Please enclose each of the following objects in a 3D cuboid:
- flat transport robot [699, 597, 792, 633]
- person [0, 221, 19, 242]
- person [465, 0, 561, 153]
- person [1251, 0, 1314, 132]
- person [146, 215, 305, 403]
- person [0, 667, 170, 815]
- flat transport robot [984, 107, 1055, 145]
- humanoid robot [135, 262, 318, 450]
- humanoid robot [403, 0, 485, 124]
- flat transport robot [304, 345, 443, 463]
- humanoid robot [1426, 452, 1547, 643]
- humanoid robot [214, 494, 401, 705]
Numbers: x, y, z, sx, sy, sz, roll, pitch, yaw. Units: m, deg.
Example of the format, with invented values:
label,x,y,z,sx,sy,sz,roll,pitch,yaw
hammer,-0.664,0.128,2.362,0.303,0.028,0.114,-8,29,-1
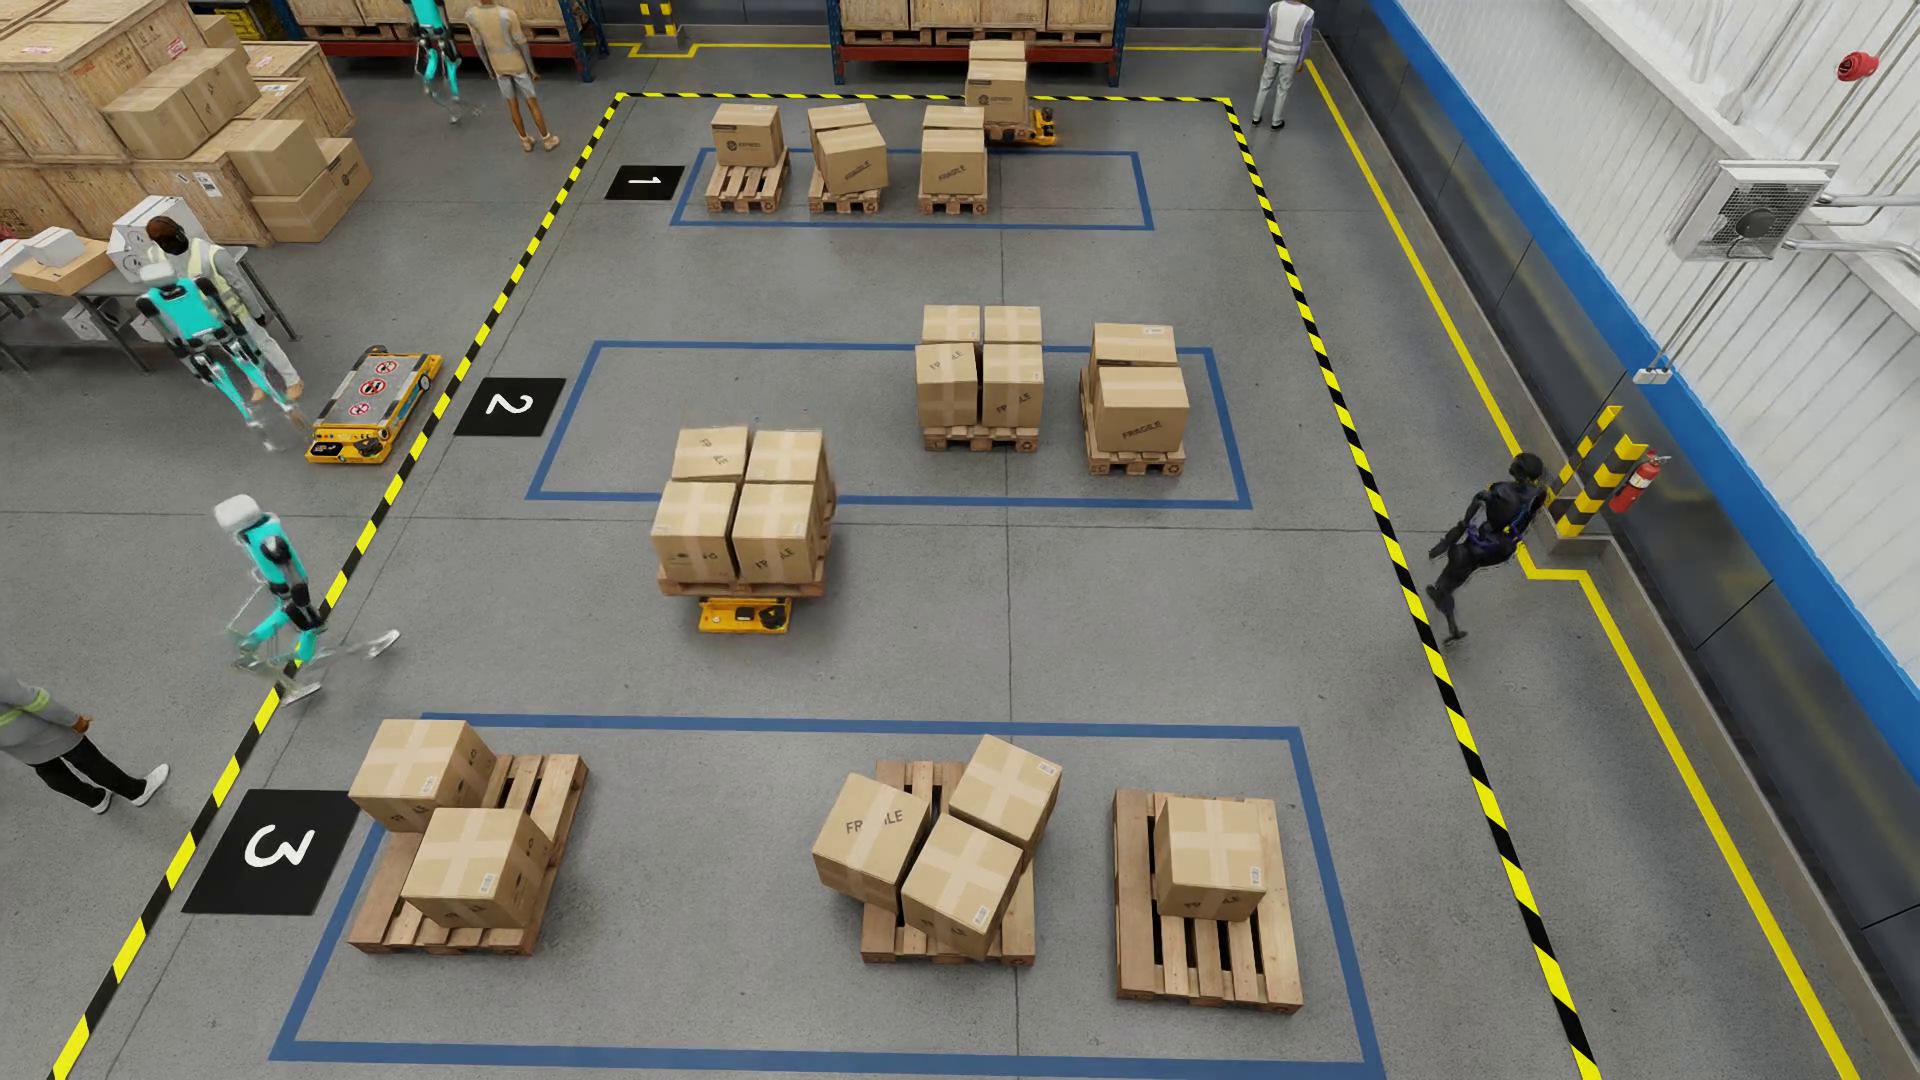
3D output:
label,x,y,z,sx,sy,sz,roll,pitch,yaw
flat transport robot,-1.614,0.098,7.265,0.652,0.197,1.431,1,50,1
person,-9.977,-3.356,9.127,0.389,1.918,0.593,6,50,5
person,-5.424,-5.722,11.048,0.607,2.044,0.392,0,50,0
person,4.057,-6.083,11.490,0.588,1.832,0.404,26,55,21
person,-6.444,-1.999,8.035,0.629,1.835,0.430,-2,50,-2
person,-5.550,1.066,5.427,0.594,1.851,0.398,-7,50,-6
flat transport robot,0.506,-5.392,11.911,1.431,0.197,0.652,1,50,1
humanoid robot,-6.000,-1.359,7.579,0.530,1.806,0.796,-34,57,-25
humanoid robot,-6.625,-6.098,11.576,0.544,1.771,0.911,5,50,4
flat transport robot,-5.383,-1.269,8.441,0.659,0.231,1.431,1,50,1
humanoid robot,3.683,0.076,6.383,0.598,1.636,0.552,-7,50,-6
humanoid robot,-4.505,0.506,5.998,0.538,1.741,1.038,35,58,26
